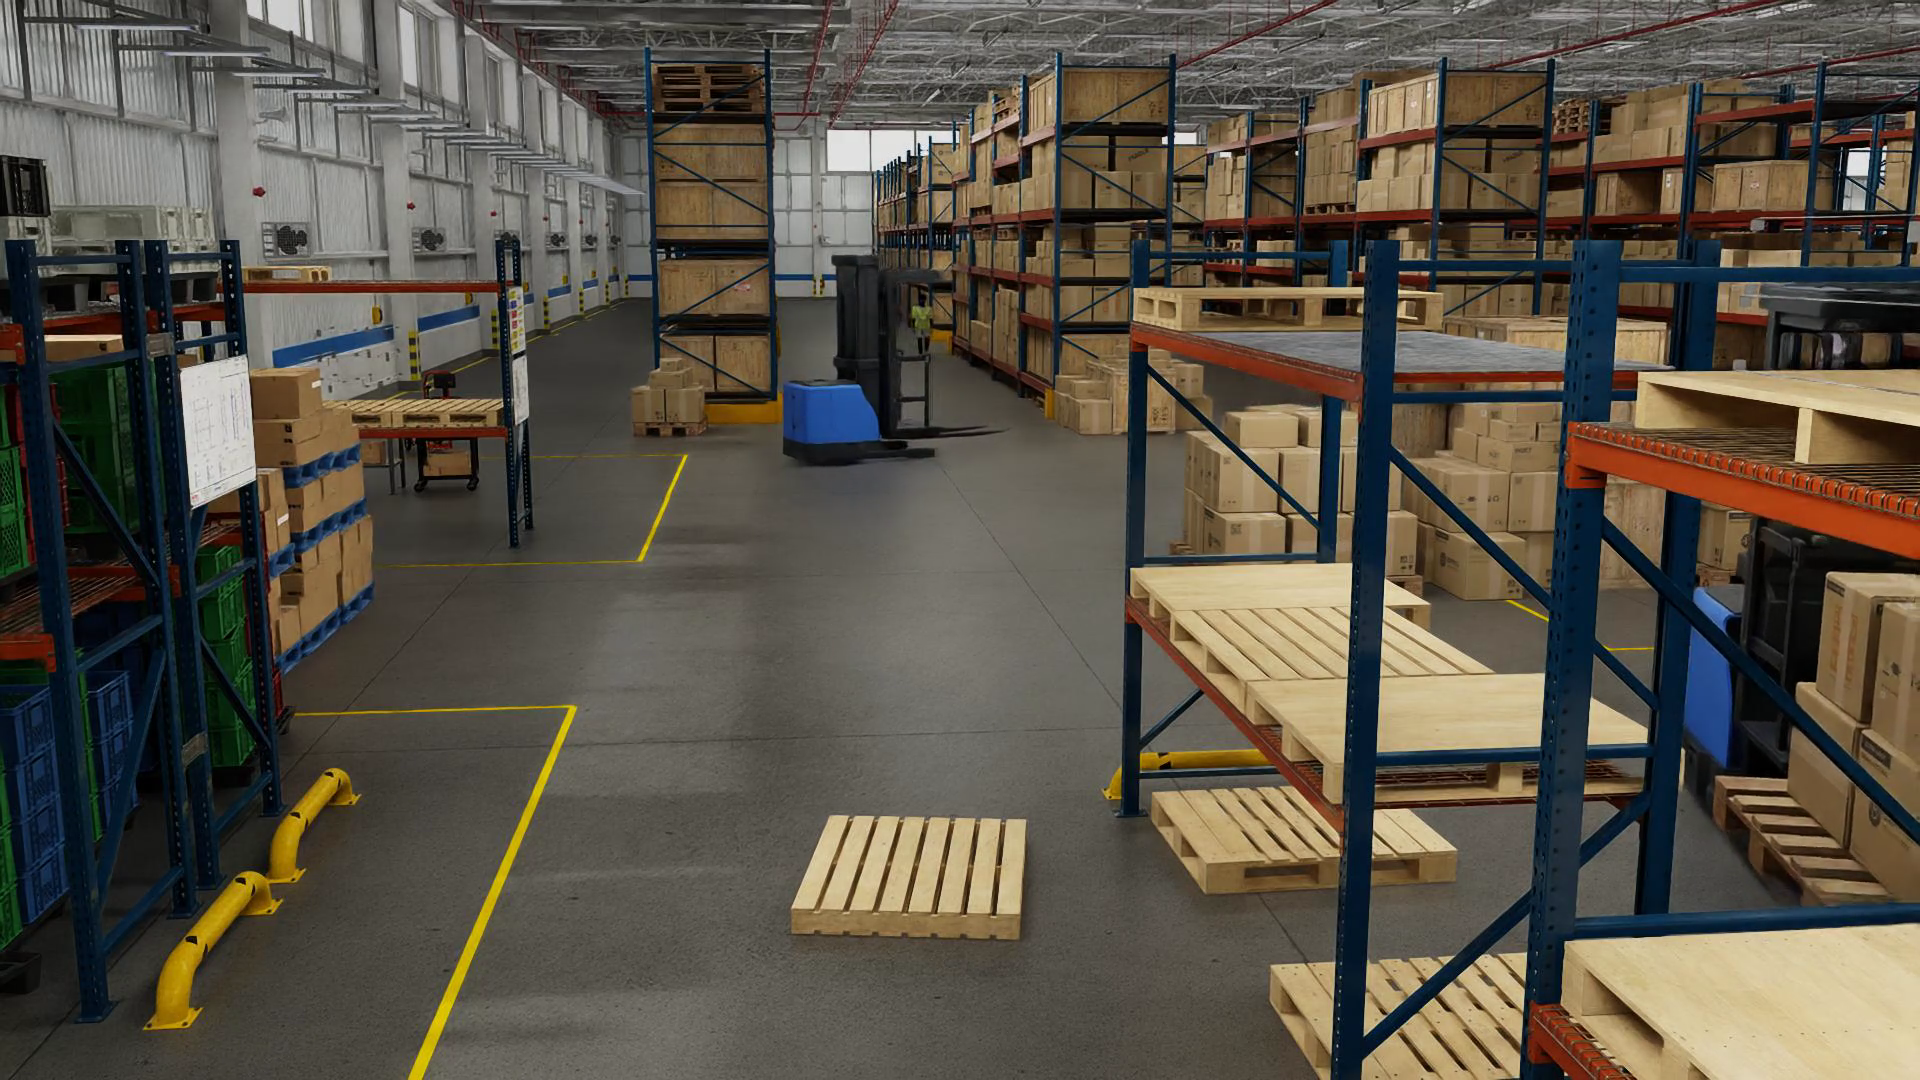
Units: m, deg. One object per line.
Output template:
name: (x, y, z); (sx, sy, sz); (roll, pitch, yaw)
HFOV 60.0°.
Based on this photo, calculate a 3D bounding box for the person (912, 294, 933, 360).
person: (-0.948, -5.342, 41.843); (0.545, 1.675, 0.428); (-1, 10, -6)

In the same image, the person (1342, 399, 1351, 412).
person: (3.801, -0.831, 17.052); (0.709, 1.612, 0.521); (-3, 11, -18)

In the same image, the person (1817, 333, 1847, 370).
person: (13.077, -2.408, 24.975); (0.587, 1.911, 0.397); (-10, 14, -44)

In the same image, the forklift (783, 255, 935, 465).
forklift: (-1.430, -2.514, 22.864); (1.873, 2.768, 1.129); (-5, 11, -24)

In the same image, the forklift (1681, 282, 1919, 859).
forklift: (4.479, 0.089, 8.438); (1.129, 2.768, 1.873); (2, 10, 9)

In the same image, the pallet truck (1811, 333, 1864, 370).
pallet truck: (15.846, -3.142, 28.793); (1.885, 1.965, 0.823); (2, 10, 12)
